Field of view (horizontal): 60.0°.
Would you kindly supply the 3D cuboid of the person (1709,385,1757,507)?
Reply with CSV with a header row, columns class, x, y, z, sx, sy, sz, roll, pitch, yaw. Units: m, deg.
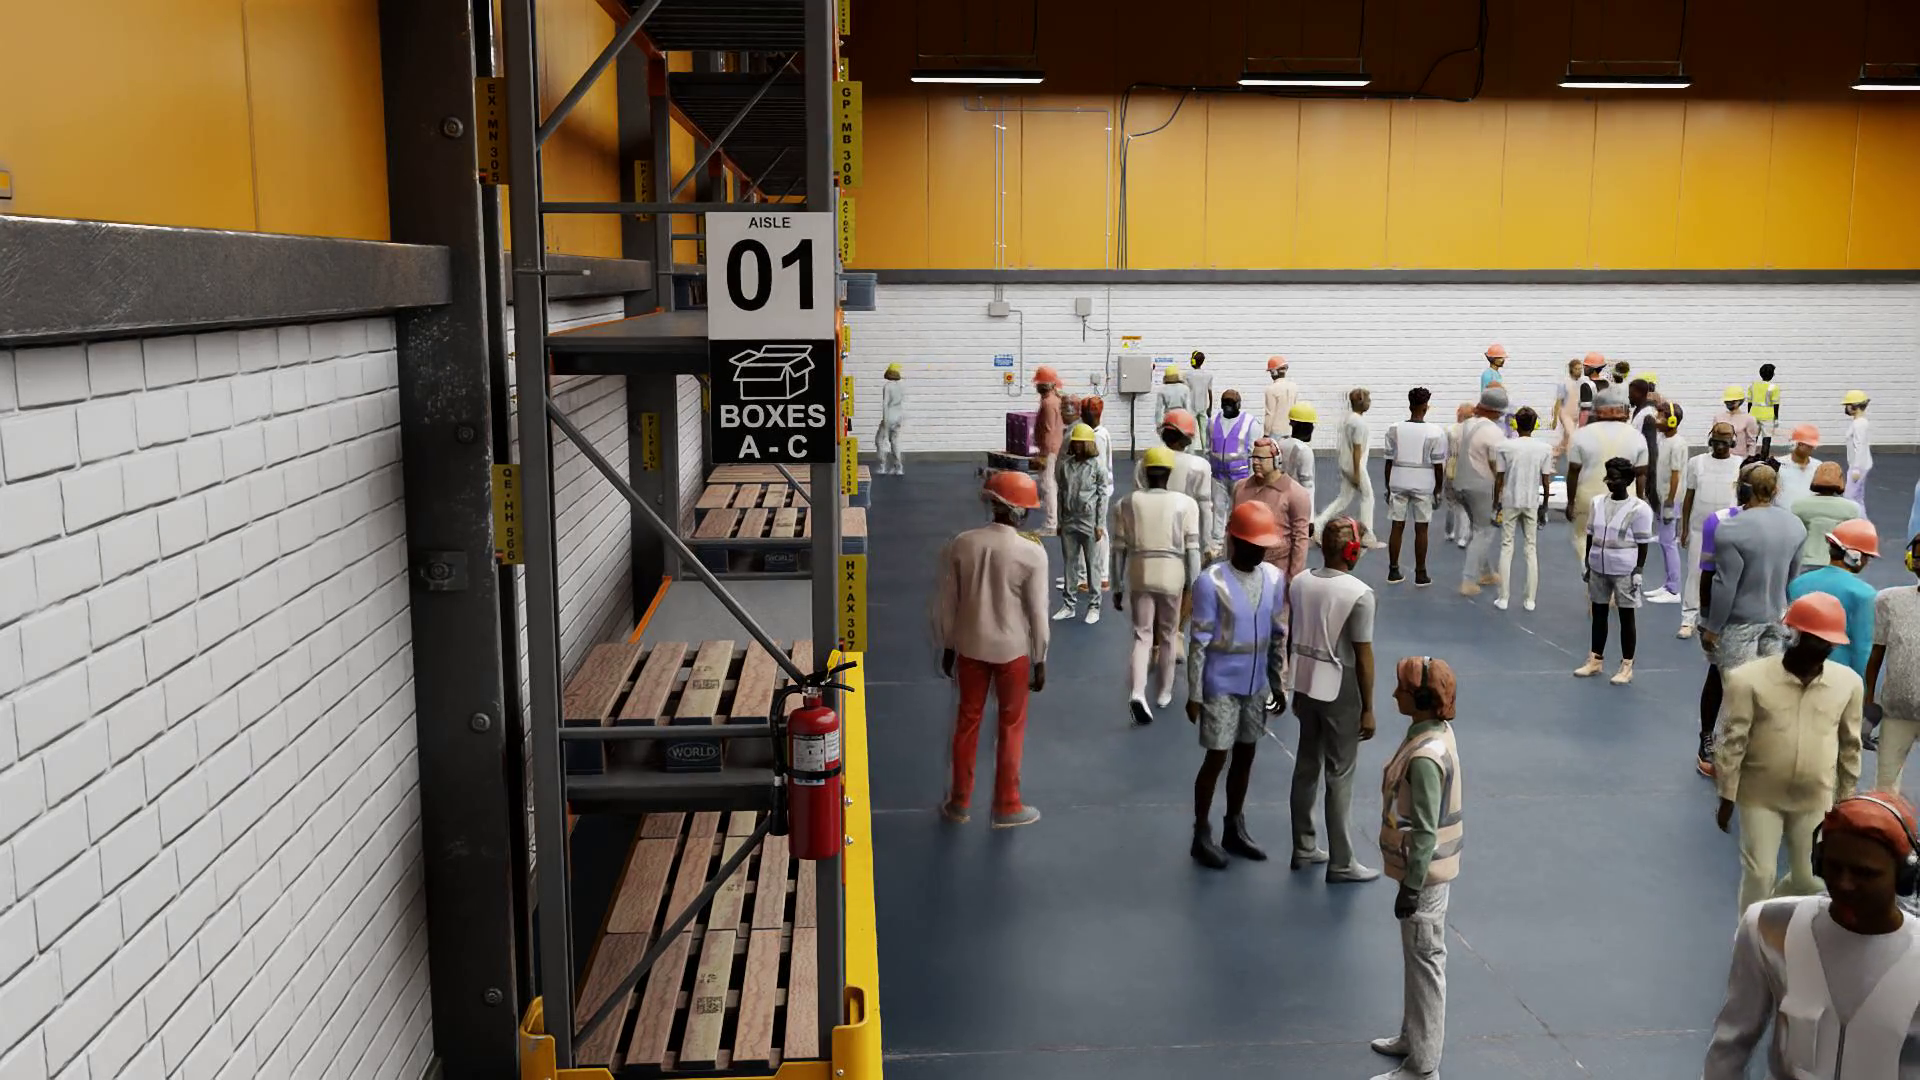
class,x,y,z,sx,sy,sz,roll,pitch,yaw
person,8.947,-0.914,19.325,0.329,1.765,0.533,-7,12,-39

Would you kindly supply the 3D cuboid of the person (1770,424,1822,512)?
class,x,y,z,sx,sy,sz,roll,pitch,yaw
person,7.383,-0.170,14.723,0.587,1.728,0.405,0,9,2

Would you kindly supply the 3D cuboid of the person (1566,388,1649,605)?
class,x,y,z,sx,sy,sz,roll,pitch,yaw
person,5.903,-0.397,15.209,0.696,2.000,0.662,1,9,8

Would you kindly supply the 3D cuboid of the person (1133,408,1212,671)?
class,x,y,z,sx,sy,sz,roll,pitch,yaw
person,1.624,0.001,12.749,0.647,2.024,0.427,4,10,21

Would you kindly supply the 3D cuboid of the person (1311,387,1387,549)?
class,x,y,z,sx,sy,sz,roll,pitch,yaw
person,4.291,-0.785,18.373,0.864,1.818,0.517,-1,9,-7

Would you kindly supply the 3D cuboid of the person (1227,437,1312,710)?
class,x,y,z,sx,sy,sz,roll,pitch,yaw
person,2.122,0.232,11.678,0.639,1.910,0.406,9,13,44

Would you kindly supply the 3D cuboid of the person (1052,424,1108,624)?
class,x,y,z,sx,sy,sz,roll,pitch,yaw
person,1.055,-0.145,14.551,0.486,1.746,0.290,6,11,32

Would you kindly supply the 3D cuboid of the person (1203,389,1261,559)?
class,x,y,z,sx,sy,sz,roll,pitch,yaw
person,2.878,-0.688,17.709,0.623,1.836,0.431,5,10,30

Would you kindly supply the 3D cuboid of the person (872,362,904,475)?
class,x,y,z,sx,sy,sz,roll,pitch,yaw
person,-1.109,-1.836,25.240,0.554,1.707,0.509,6,11,33

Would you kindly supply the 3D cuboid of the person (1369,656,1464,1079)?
class,x,y,z,sx,sy,sz,roll,pitch,yaw
person,1.716,1.235,6.217,0.307,1.641,0.513,3,9,16

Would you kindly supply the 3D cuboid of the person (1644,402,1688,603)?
class,x,y,z,sx,sy,sz,roll,pitch,yaw
person,6.586,-0.348,15.471,0.313,1.861,0.511,3,9,18

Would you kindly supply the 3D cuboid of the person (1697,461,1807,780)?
class,x,y,z,sx,sy,sz,roll,pitch,yaw
person,4.713,0.494,9.935,0.627,1.940,0.371,-3,10,-20

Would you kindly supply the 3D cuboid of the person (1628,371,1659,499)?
class,x,y,z,sx,sy,sz,roll,pitch,yaw
person,9.168,-1.425,22.545,0.514,1.749,0.541,9,13,44

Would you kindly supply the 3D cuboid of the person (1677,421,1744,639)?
class,x,y,z,sx,sy,sz,roll,pitch,yaw
person,6.253,-0.071,13.794,0.507,1.840,0.344,5,10,27

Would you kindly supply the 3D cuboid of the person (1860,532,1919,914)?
class,x,y,z,sx,sy,sz,roll,pitch,yaw
person,4.542,0.856,7.880,0.510,1.872,0.329,6,11,32

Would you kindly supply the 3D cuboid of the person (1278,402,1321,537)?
class,x,y,z,sx,sy,sz,roll,pitch,yaw
person,2.969,-0.252,14.663,0.382,1.922,0.594,-3,9,-17

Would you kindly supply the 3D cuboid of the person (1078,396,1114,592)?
class,x,y,z,sx,sy,sz,roll,pitch,yaw
person,1.299,-0.442,15.992,0.358,1.881,0.574,1,9,4

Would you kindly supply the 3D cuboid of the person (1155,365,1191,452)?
class,x,y,z,sx,sy,sz,roll,pitch,yaw
person,3.114,-1.706,24.440,0.507,1.705,0.706,-1,9,-3

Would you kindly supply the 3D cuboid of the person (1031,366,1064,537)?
class,x,y,z,sx,sy,sz,roll,pitch,yaw
person,1.022,-1.024,19.377,0.370,1.975,0.670,1,9,8

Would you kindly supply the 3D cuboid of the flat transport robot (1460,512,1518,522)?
class,x,y,z,sx,sy,sz,roll,pitch,yaw
flat transport robot,6.774,-0.412,20.831,0.652,0.197,1.431,5,11,30

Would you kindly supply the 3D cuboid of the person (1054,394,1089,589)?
class,x,y,z,sx,sy,sz,roll,pitch,yaw
person,1.108,-0.470,16.141,0.397,1.895,0.655,1,9,7

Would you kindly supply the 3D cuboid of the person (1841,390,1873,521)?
class,x,y,z,sx,sy,sz,roll,pitch,yaw
person,10.053,-0.802,18.657,0.402,1.753,0.546,5,11,31

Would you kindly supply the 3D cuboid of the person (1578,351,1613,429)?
class,x,y,z,sx,sy,sz,roll,pitch,yaw
person,8.221,-1.434,21.699,0.611,2.048,0.364,-7,12,-39

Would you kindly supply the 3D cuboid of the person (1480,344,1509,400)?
class,x,y,z,sx,sy,sz,roll,pitch,yaw
person,7.724,-1.813,24.091,0.379,2.044,0.607,5,10,27

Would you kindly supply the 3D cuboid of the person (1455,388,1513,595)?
class,x,y,z,sx,sy,sz,roll,pitch,yaw
person,5.064,-0.516,15.958,0.711,2.000,0.711,-2,9,-11

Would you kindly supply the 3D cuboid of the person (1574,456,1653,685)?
class,x,y,z,sx,sy,sz,roll,pitch,yaw
person,4.873,0.224,12.389,0.318,1.697,0.535,-6,11,-34

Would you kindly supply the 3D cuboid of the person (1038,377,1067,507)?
class,x,y,z,sx,sy,sz,roll,pitch,yaw
person,1.276,-1.298,21.824,0.707,1.729,0.573,-4,10,-22

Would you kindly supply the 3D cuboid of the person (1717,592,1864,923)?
class,x,y,z,sx,sy,sz,roll,pitch,yaw
person,3.511,1.051,7.095,0.588,1.729,0.509,2,9,11

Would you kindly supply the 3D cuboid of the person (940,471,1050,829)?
class,x,y,z,sx,sy,sz,roll,pitch,yaw
person,0.163,0.608,9.183,0.736,1.968,0.409,5,10,28

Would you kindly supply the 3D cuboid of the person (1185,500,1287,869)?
class,x,y,z,sx,sy,sz,roll,pitch,yaw
person,1.440,0.736,8.492,0.584,1.918,0.435,-6,11,-31

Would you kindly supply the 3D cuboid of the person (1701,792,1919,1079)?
class,x,y,z,sx,sy,sz,roll,pitch,yaw
person,2.108,1.493,4.012,1.005,1.832,0.598,-9,13,-44

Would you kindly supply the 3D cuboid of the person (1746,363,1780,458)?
class,x,y,z,sx,sy,sz,roll,pitch,yaw
person,12.248,-1.843,25.366,0.317,1.695,0.540,-5,10,-28

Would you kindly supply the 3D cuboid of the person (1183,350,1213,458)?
class,x,y,z,sx,sy,sz,roll,pitch,yaw
person,3.661,-1.994,25.755,0.531,1.876,0.317,-2,9,-14

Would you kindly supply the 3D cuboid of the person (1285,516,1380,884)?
class,x,y,z,sx,sy,sz,roll,pitch,yaw
person,1.849,0.796,8.350,0.397,1.839,0.564,-5,10,-29

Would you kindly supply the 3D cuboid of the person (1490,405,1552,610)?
class,x,y,z,sx,sy,sz,roll,pitch,yaw
person,5.085,-0.286,15.099,0.501,1.862,0.328,1,9,8

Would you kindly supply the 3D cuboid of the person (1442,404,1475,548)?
class,x,y,z,sx,sy,sz,roll,pitch,yaw
person,5.644,-0.731,18.695,0.525,1.582,0.869,2,9,14

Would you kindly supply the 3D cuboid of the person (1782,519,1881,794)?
class,x,y,z,sx,sy,sz,roll,pitch,yaw
person,4.739,0.739,9.045,0.392,1.728,0.595,-3,9,-16

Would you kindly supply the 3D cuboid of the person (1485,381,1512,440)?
class,x,y,z,sx,sy,sz,roll,pitch,yaw
person,7.425,-1.407,22.973,0.522,1.587,0.884,-2,9,-13

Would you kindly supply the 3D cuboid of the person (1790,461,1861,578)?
class,x,y,z,sx,sy,sz,roll,pitch,yaw
person,6.560,0.214,12.652,0.498,1.633,0.289,7,11,36

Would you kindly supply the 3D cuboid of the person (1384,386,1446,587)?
class,x,y,z,sx,sy,sz,roll,pitch,yaw
person,4.435,-0.521,16.266,0.599,1.958,0.376,5,10,30

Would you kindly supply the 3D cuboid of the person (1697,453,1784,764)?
class,x,y,z,sx,sy,sz,roll,pitch,yaw
person,4.817,0.442,10.175,0.612,1.964,0.364,0,9,-3

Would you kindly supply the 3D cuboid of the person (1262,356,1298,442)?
class,x,y,z,sx,sy,sz,roll,pitch,yaw
person,4.153,-1.409,21.738,0.610,1.986,0.392,-8,12,-41

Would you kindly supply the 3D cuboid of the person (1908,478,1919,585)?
class,x,y,z,sx,sy,sz,roll,pitch,yaw
person,7.690,0.075,12.927,0.604,1.827,0.403,3,9,17

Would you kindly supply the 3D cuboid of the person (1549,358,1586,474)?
class,x,y,z,sx,sy,sz,roll,pitch,yaw
person,9.119,-1.839,25.023,0.504,1.809,0.924,-5,10,-29

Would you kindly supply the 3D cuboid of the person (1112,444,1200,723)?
class,x,y,z,sx,sy,sz,roll,pitch,yaw
person,1.334,0.291,11.399,0.606,1.882,0.878,2,9,12
